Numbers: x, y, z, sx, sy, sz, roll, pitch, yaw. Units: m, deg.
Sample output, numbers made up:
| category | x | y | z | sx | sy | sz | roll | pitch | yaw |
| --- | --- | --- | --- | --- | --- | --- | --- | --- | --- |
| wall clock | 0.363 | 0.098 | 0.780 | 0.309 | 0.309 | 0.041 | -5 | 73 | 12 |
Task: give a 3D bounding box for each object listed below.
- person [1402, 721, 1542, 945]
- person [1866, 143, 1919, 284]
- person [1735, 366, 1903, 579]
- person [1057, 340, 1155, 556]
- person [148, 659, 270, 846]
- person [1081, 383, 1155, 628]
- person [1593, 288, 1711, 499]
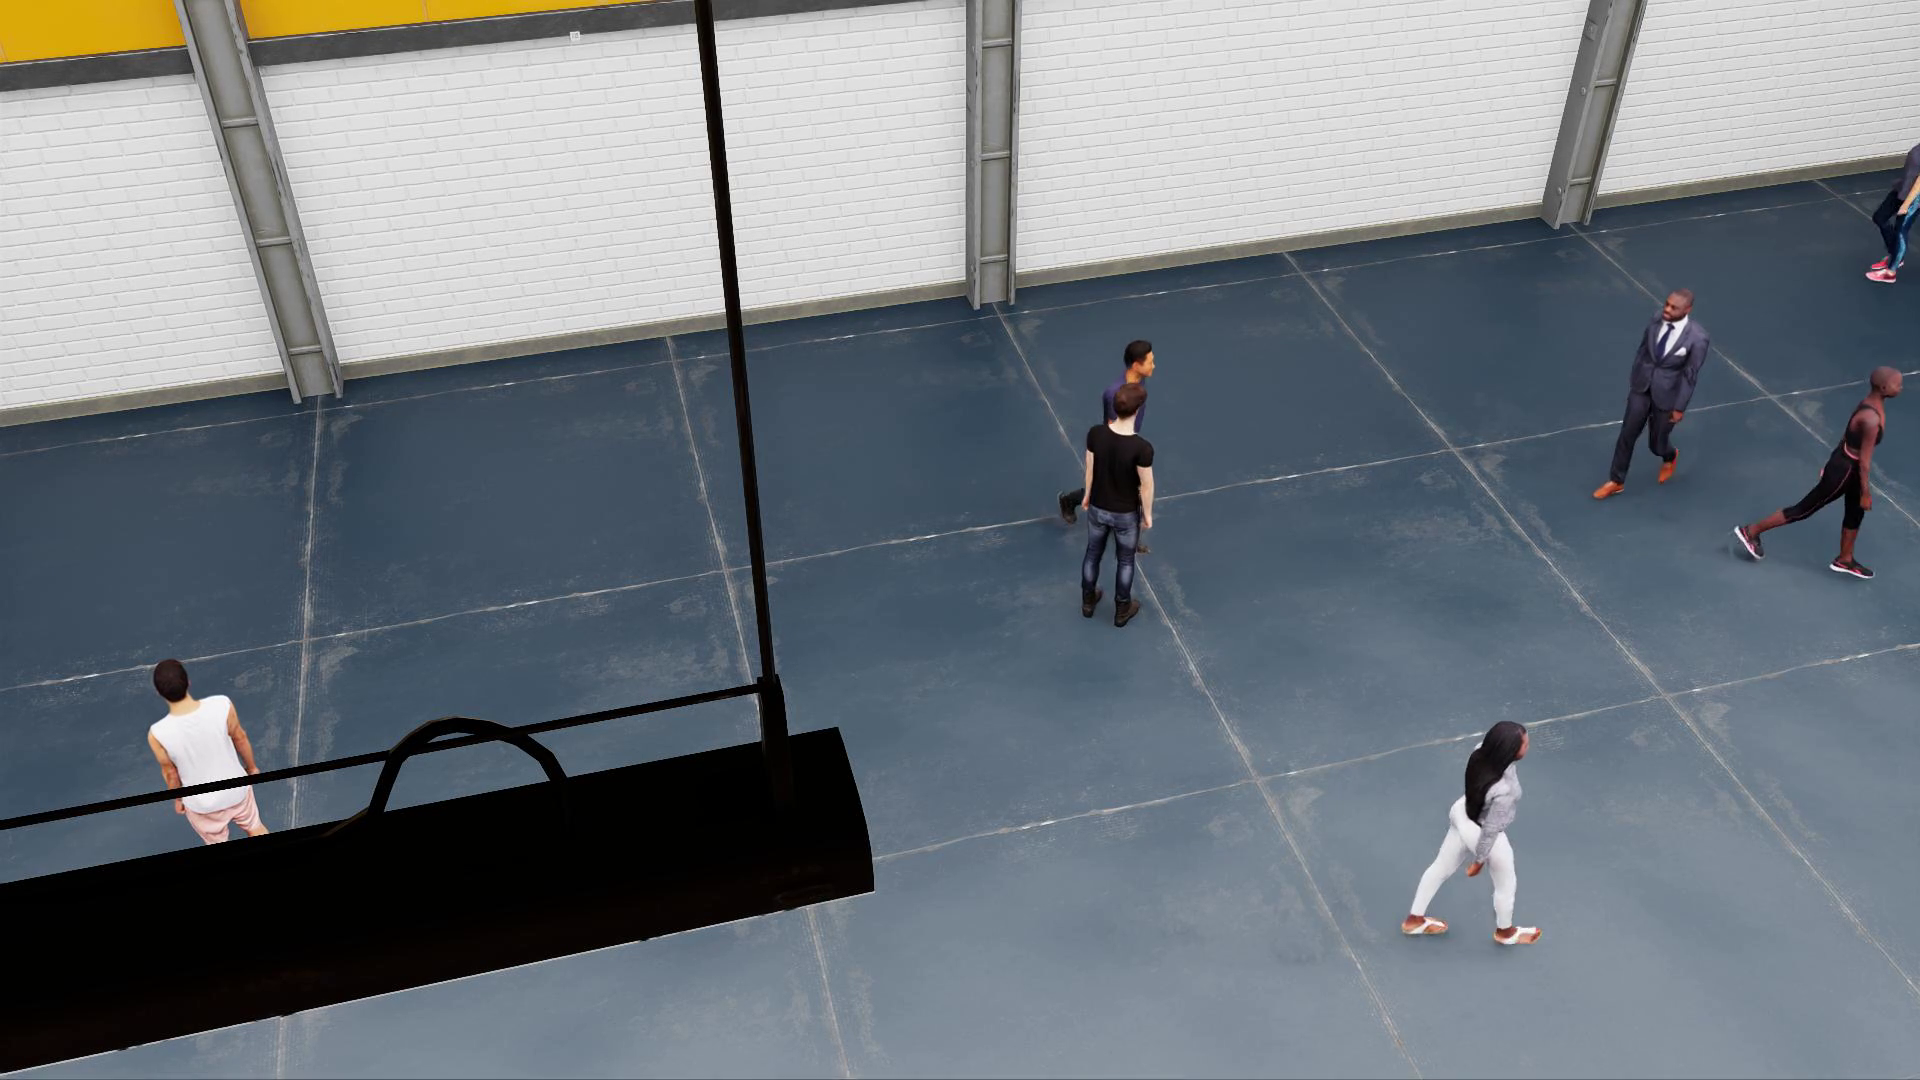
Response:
| category | x | y | z | sx | sy | sz | roll | pitch | yaw |
| --- | --- | --- | --- | --- | --- | --- | --- | --- | --- |
| person | 2.795 | 1.650 | 9.270 | 1.049 | 1.689 | 0.721 | -3 | 39 | -4 |
| person | 8.801 | -3.127 | 15.231 | 0.756 | 1.714 | 0.714 | 10 | 40 | 13 |
| person | 6.214 | -0.492 | 11.931 | 1.201 | 1.715 | 1.135 | 20 | 43 | 24 |
| person | 1.078 | -0.679 | 12.128 | 1.109 | 1.761 | 1.070 | 23 | 44 | 26 |
| person | -4.269 | 1.398 | 9.506 | 0.655 | 1.788 | 0.786 | -28 | 47 | -31 |
| person | 1.064 | -0.220 | 11.448 | 0.747 | 1.893 | 0.804 | 18 | 42 | 21 |
| person | 5.345 | -1.112 | 12.637 | 1.074 | 1.803 | 0.899 | -24 | 44 | -27 |
